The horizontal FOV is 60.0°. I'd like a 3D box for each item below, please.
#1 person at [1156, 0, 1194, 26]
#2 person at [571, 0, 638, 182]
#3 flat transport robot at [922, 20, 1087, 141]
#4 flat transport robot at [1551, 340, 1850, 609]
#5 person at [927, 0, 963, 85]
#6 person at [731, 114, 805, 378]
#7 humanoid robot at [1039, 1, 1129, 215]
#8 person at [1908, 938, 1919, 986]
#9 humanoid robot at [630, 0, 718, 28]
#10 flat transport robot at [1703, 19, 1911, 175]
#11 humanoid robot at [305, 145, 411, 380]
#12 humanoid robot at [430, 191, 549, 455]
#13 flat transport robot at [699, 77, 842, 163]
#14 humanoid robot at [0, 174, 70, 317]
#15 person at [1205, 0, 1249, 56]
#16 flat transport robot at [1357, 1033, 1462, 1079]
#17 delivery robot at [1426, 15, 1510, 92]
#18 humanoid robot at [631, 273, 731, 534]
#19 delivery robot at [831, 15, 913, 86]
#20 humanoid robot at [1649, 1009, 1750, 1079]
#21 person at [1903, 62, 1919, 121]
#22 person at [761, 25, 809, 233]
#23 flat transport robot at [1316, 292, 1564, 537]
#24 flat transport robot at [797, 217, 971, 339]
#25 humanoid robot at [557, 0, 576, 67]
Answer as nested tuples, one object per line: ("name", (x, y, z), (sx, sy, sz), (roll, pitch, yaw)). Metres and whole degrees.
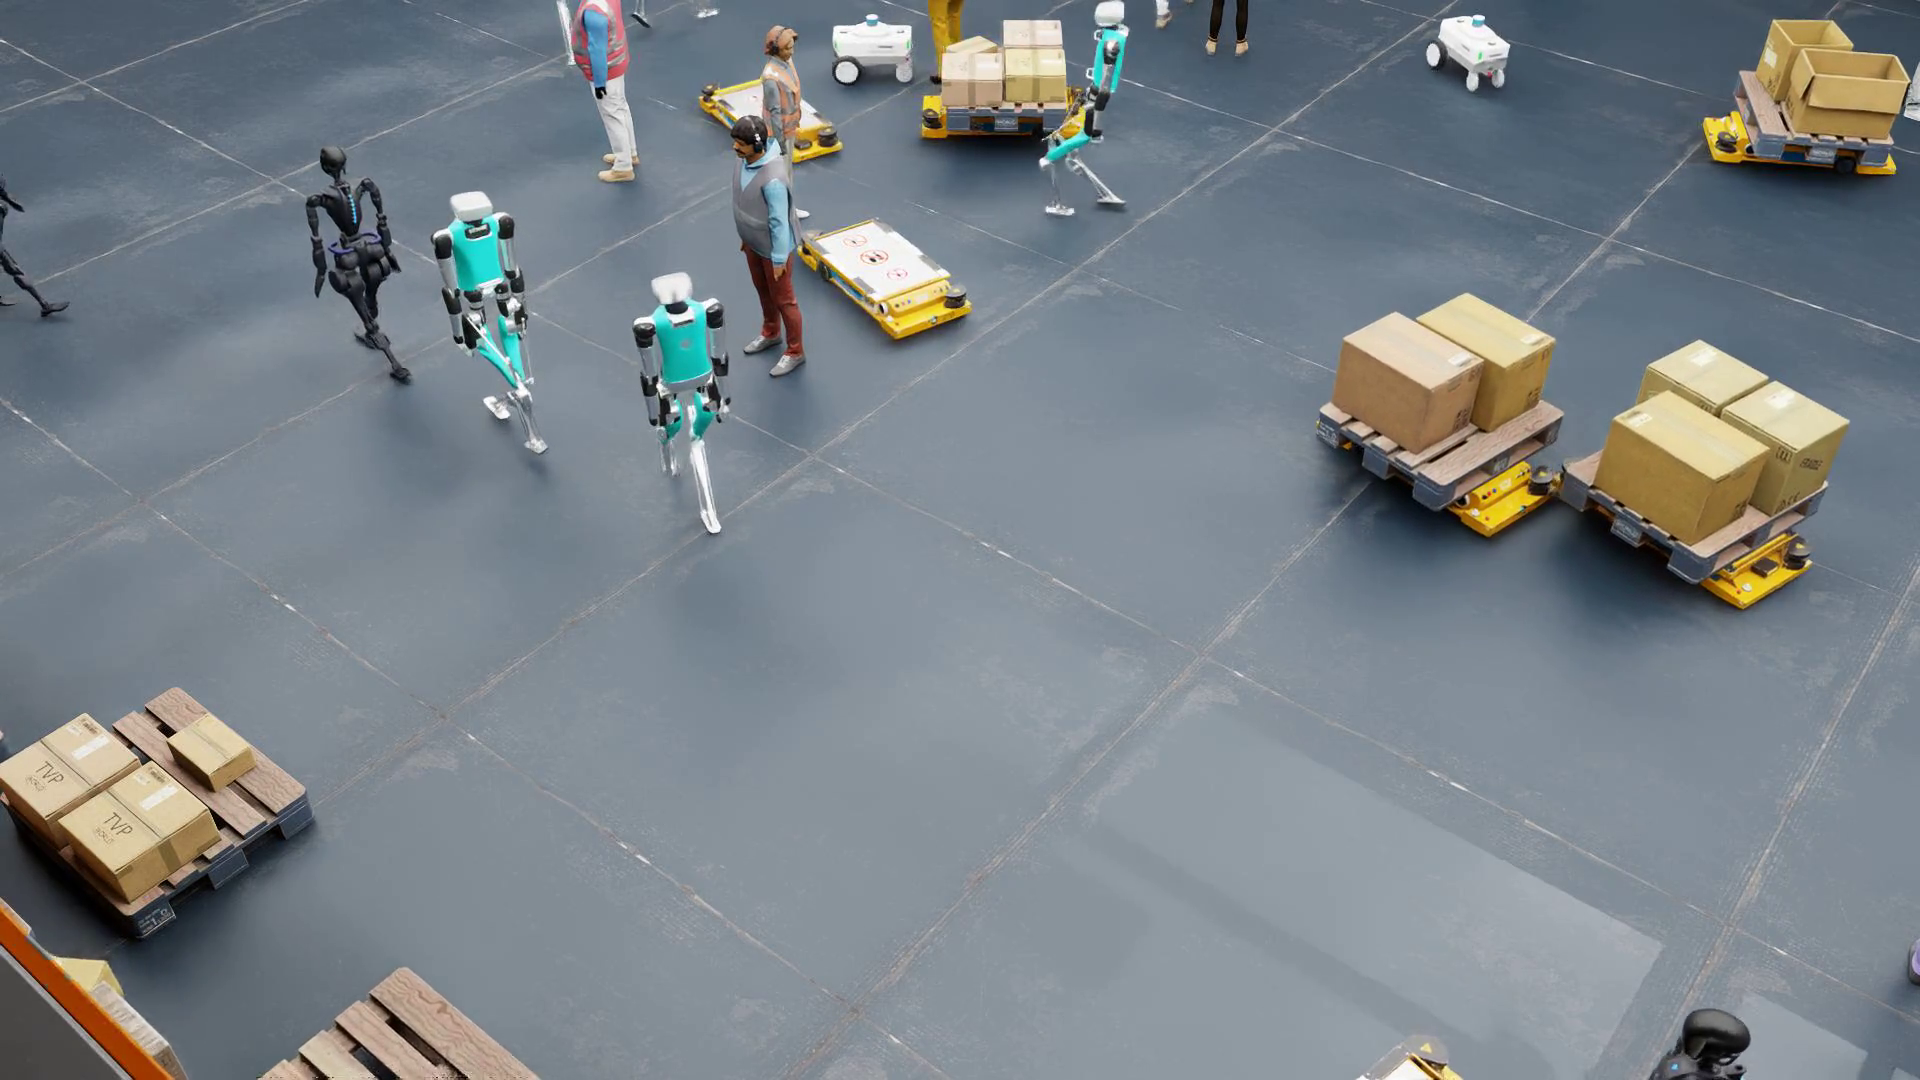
("person", (2.114, -5.919, 15.836), (0.595, 1.827, 0.991), (14, 42, 16))
("person", (-2.863, -3.775, 13.316), (0.431, 1.838, 0.629), (-1, 40, -1))
("flat transport robot", (0.392, -3.721, 14.455), (1.431, 0.231, 0.659), (0, 40, 0))
("flat transport robot", (4.433, -0.144, 10.247), (0.659, 0.231, 1.431), (-24, 46, -26))
("person", (-0.118, -4.954, 14.800), (0.538, 1.727, 0.643), (-15, 43, -17))
("person", (-1.285, -1.997, 11.195), (0.417, 1.870, 0.535), (-25, 46, -26))
("humanoid robot", (0.885, -3.276, 12.816), (0.866, 1.775, 0.530), (5, 41, 6))
("person", (4.631, 1.390, 7.223), (0.563, 1.849, 0.390), (30, 49, 31))
("humanoid robot", (-2.813, -5.629, 15.609), (1.031, 1.780, 0.530), (-27, 47, -28))
("flat transport robot", (7.080, -3.359, 14.029), (1.431, 0.231, 0.659), (7, 41, 8))
("humanoid robot", (-4.099, -1.888, 11.259), (0.793, 1.628, 0.608), (31, 49, 31))
("humanoid robot", (-2.852, -1.287, 10.489), (0.555, 1.755, 1.046), (-29, 48, -30))
("flat transport robot", (-1.651, -3.637, 14.357), (0.659, 0.231, 1.431), (-22, 45, -24))
("humanoid robot", (-6.857, -2.346, 11.770), (0.747, 1.633, 0.603), (0, 40, 0))
("person", (2.500, -5.248, 15.146), (0.534, 1.699, 0.318), (7, 41, 8))
("flat transport robot", (1.700, 2.687, 6.917), (1.431, 0.231, 0.659), (-28, 48, -29))
("delivery robot", (4.652, -4.470, 15.100), (0.499, 0.575, 0.759), (-12, 42, -14))
("humanoid robot", (-1.717, -0.895, 10.079), (0.536, 1.862, 0.867), (-18, 44, -20))
("delivery robot", (-0.815, -4.460, 15.119), (0.812, 0.614, 0.499), (0, 40, 0))
("humanoid robot", (2.662, 2.320, 6.258), (0.304, 1.642, 0.608), (8, 41, 10))
("person", (8.493, -4.441, 14.163), (0.294, 1.744, 0.484), (19, 44, 21))
("person", (-1.351, -3.131, 12.701), (0.312, 1.639, 0.513), (5, 41, 6))
("flat transport robot", (3.060, -0.564, 10.742), (0.659, 0.231, 1.431), (-27, 47, -28))
("flat transport robot", (-0.585, -1.986, 12.414), (0.659, 0.231, 1.431), (-24, 46, -25))
("humanoid robot", (-3.543, -5.121, 15.011), (0.531, 1.842, 0.688), (-10, 41, -11))
